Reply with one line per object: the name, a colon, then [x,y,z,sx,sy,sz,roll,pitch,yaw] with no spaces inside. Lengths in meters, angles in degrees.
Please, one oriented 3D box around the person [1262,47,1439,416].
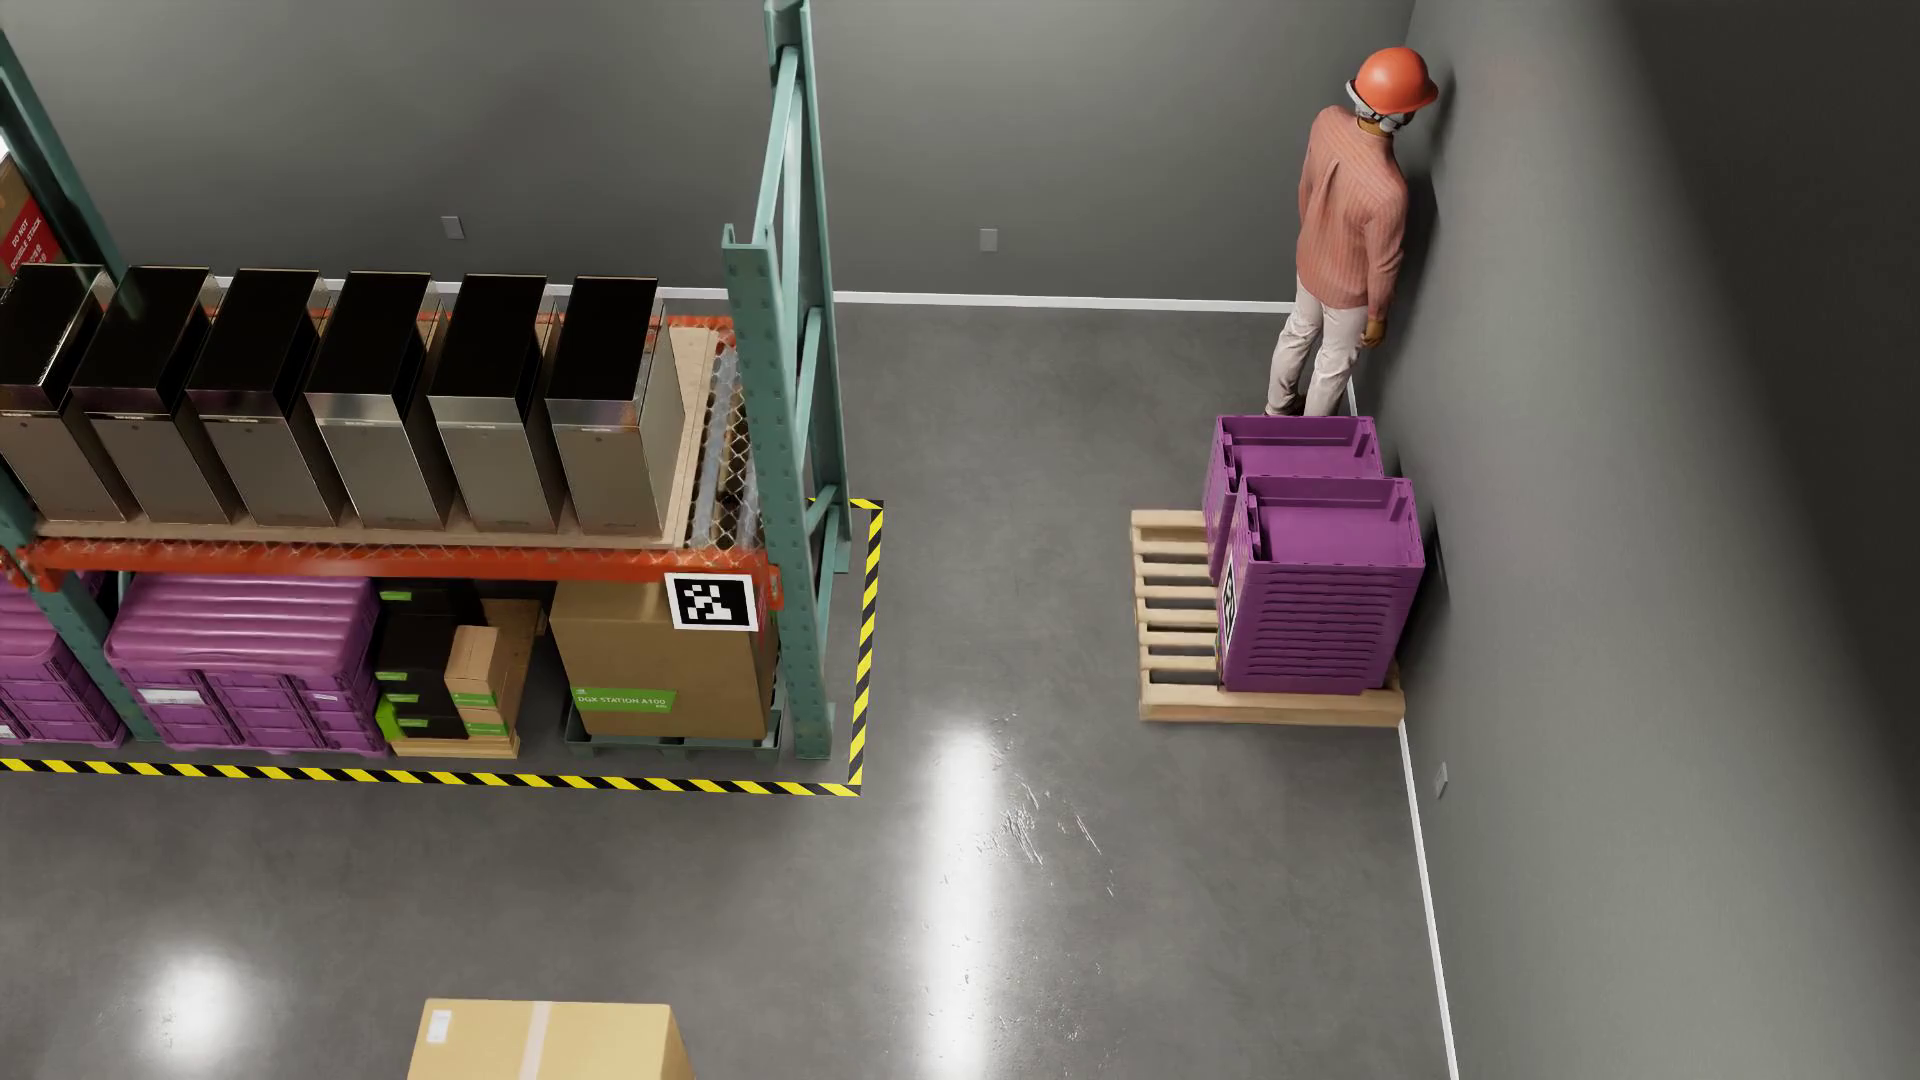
person: [1.500,-1.052,6.486,0.377,1.995,0.612,-18,54,-14]
